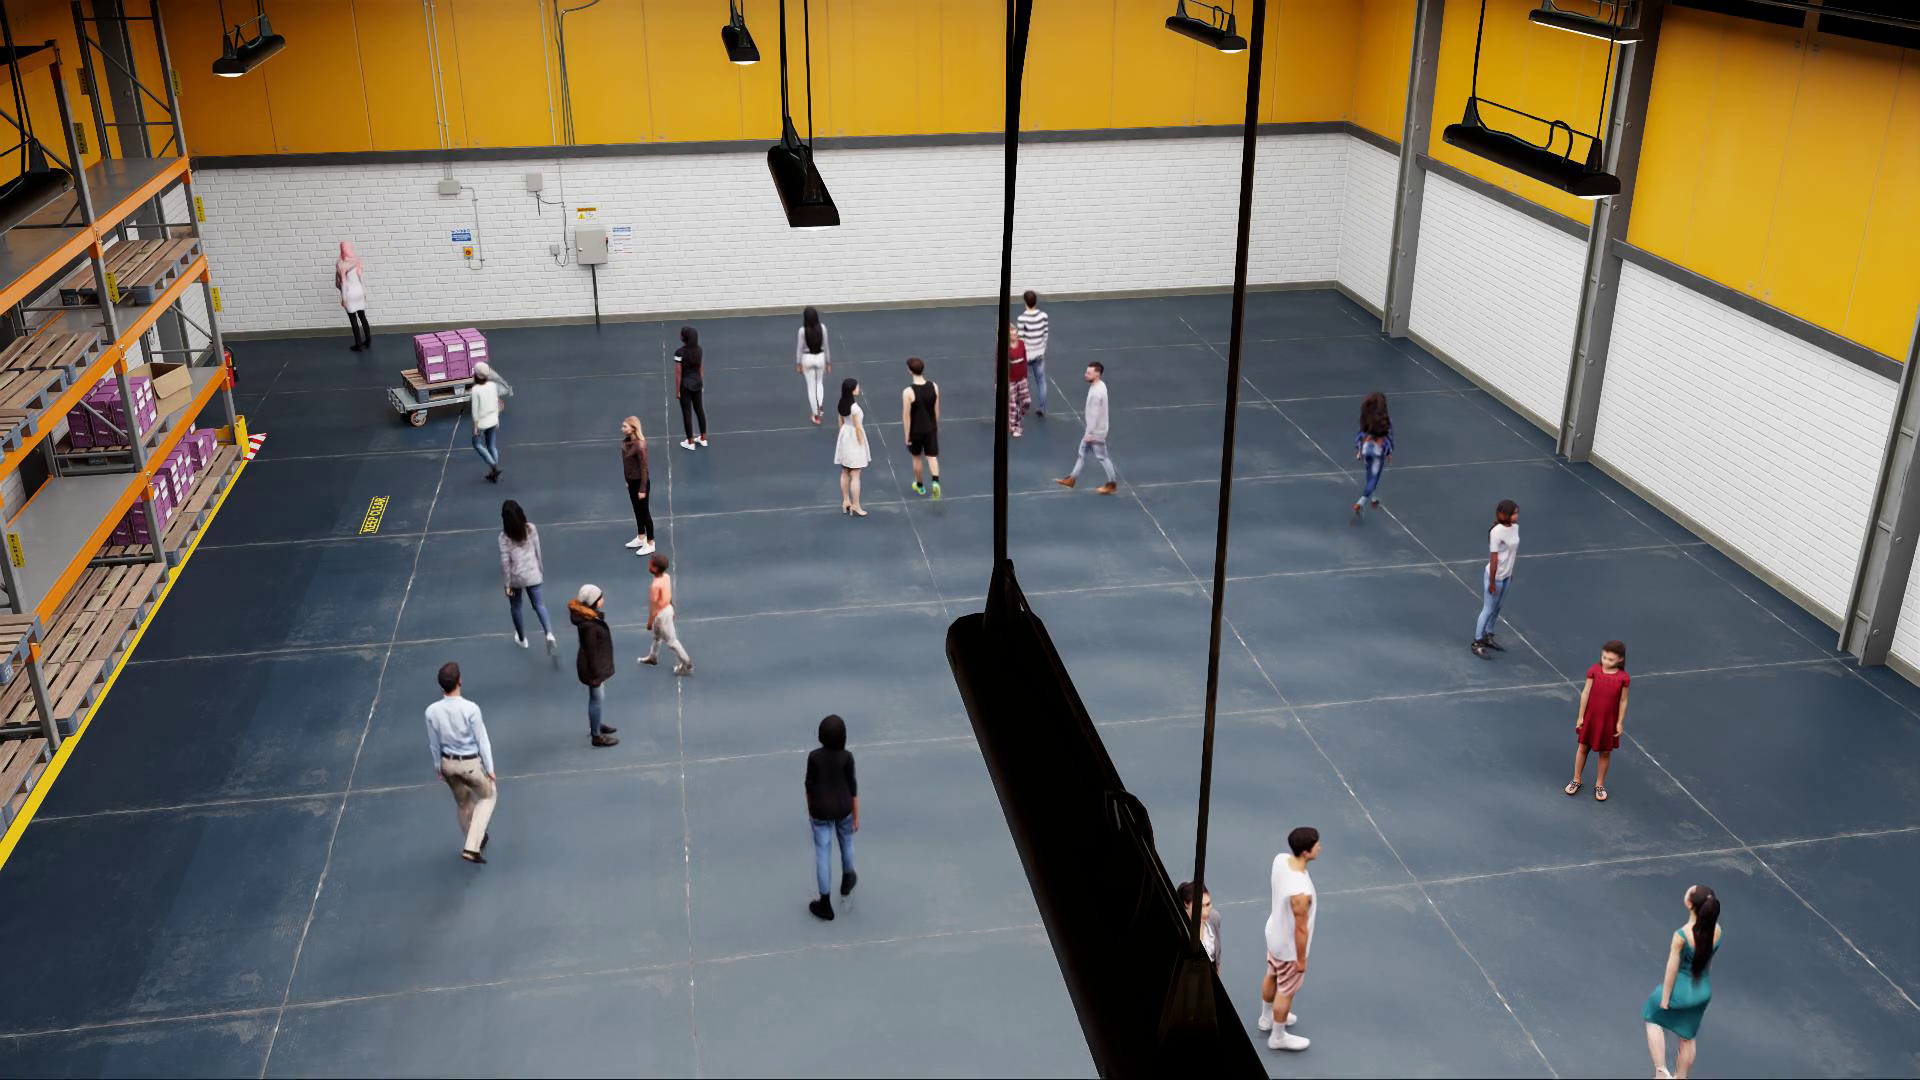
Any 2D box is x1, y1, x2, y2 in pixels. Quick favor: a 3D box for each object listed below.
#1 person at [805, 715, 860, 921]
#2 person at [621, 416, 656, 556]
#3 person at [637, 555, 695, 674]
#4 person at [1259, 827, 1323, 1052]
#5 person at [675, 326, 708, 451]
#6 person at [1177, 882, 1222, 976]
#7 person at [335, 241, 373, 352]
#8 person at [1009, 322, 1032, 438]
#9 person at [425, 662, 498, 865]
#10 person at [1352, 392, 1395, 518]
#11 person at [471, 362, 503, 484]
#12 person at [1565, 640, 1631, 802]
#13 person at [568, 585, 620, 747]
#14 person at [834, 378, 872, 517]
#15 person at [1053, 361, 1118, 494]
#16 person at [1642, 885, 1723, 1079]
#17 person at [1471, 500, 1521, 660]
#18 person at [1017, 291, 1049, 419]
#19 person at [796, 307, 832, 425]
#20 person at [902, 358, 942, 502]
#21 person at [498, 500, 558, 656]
[{"bbox_3d":[-1.020,2.204,13.140,0.613,1.673,0.820,-4,24,-10],"label":"person"},{"bbox_3d":[-3.801,-0.666,19.668,0.734,1.704,0.584,-15,28,-31],"label":"person"},{"bbox_3d":[-2.965,0.769,16.903,0.792,1.288,0.890,6,24,14],"label":"person"},{"bbox_3d":[2.297,2.780,11.683,0.673,1.784,0.485,-4,24,-8],"label":"person"},{"bbox_3d":[-3.717,-2.108,22.936,0.734,1.729,0.693,20,31,38],"label":"person"},{"bbox_3d":[1.549,3.017,11.280,0.667,1.675,0.648,-10,25,-21],"label":"person"},{"bbox_3d":[-9.902,-3.987,27.141,0.793,1.803,0.728,15,28,30],"label":"person"},{"bbox_3d":[0.707,-2.262,23.336,0.772,1.690,0.780,-19,30,-36],"label":"person"},{"bbox_3d":[-4.091,1.892,13.658,0.786,1.830,0.963,2,24,5],"label":"person"},{"bbox_3d":[5.120,-1.043,20.668,1.056,1.594,1.089,17,29,34],"label":"person"},{"bbox_3d":[-6.136,-1.514,21.691,0.811,1.636,0.751,16,28,33],"label":"person"},{"bbox_3d":[5.695,1.565,14.752,0.675,1.553,0.734,10,26,22],"label":"person"},{"bbox_3d":[-3.434,1.156,15.587,0.682,1.634,0.533,-5,24,-12],"label":"person"},{"bbox_3d":[-1.353,-1.163,20.717,0.819,1.774,0.723,-17,29,-33],"label":"person"},{"bbox_3d":[1.836,-1.403,21.234,0.927,1.800,1.085,2,24,5],"label":"person"},{"bbox_3d":[4.908,3.083,11.124,0.566,1.677,0.571,-5,24,-11],"label":"person"},{"bbox_3d":[5.585,0.383,17.250,0.662,1.719,0.683,-21,31,-40],"label":"person"},{"bbox_3d":[1.093,-2.645,24.075,0.780,1.799,1.187,-7,25,-16],"label":"person"},{"bbox_3d":[-2.071,-2.483,23.812,0.686,1.714,0.706,-9,25,-19],"label":"person"},{"bbox_3d":[-0.445,-1.370,21.075,0.806,1.866,1.116,-8,25,-18],"label":"person"},{"bbox_3d":[-4.479,0.415,17.184,0.904,1.713,1.125,-16,28,-33],"label":"person"}]
